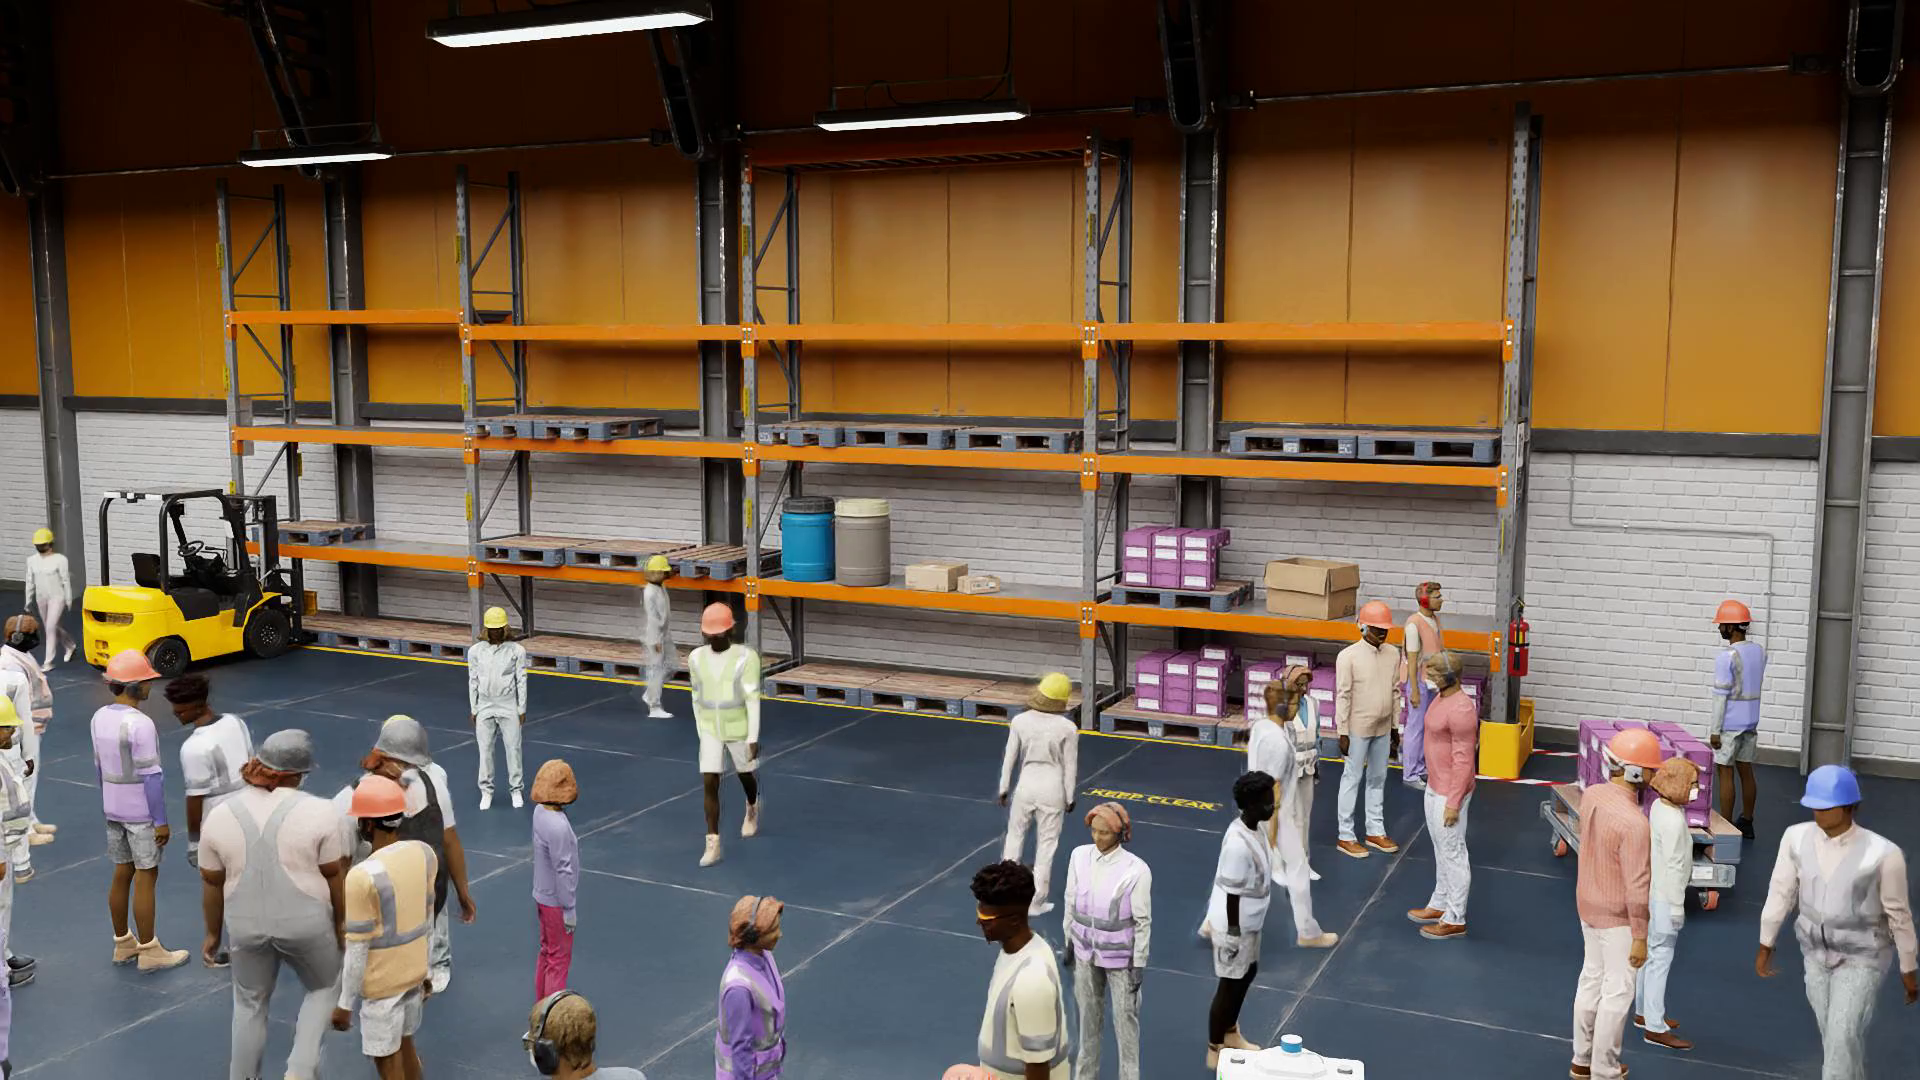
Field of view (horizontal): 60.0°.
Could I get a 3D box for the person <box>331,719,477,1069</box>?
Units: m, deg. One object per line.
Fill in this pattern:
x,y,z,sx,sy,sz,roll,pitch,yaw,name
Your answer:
-2.901,1.906,8.805,0.894,2.000,0.686,5,8,35,person

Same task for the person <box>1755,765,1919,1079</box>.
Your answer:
4.262,2.050,8.181,0.917,1.902,0.661,-4,8,-31,person

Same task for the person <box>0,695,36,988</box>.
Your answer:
-5.927,1.846,10.219,0.403,1.818,0.606,-4,8,-31,person

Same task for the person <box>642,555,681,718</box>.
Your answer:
-3.135,1.018,17.425,0.362,1.731,0.488,2,7,13,person

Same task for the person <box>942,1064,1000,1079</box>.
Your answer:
0.063,2.458,4.907,1.027,1.878,0.570,4,8,28,person

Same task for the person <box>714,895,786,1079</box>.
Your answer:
-0.892,2.313,7.128,0.319,1.631,0.520,1,7,5,person

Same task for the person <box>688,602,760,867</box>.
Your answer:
-1.784,1.438,12.889,0.622,2.006,1.026,2,7,12,person

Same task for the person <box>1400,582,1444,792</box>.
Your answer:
4.098,1.281,14.752,0.386,1.849,0.568,5,8,34,person

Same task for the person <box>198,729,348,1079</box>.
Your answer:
-3.482,1.940,8.523,0.754,2.000,0.559,0,7,-3,person

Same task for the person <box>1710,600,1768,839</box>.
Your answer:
6.112,1.434,13.181,0.543,1.929,0.386,-4,8,-30,person

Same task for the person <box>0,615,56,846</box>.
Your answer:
-7.371,1.492,13.100,0.429,1.830,0.639,-3,8,-26,person

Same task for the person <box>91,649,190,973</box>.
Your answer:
-5.194,1.700,10.502,0.608,2.044,0.373,5,8,33,person

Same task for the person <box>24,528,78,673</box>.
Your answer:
-10.973,0.689,20.125,0.522,1.724,0.871,1,7,7,person

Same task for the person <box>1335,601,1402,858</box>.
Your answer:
3.164,1.448,12.829,0.613,1.986,0.405,-4,8,-28,person

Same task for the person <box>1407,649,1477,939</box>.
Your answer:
3.241,1.683,11.095,0.372,1.934,0.627,0,7,3,person

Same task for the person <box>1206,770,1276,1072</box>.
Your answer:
1.528,2.063,9.014,0.345,1.677,0.537,3,7,20,person

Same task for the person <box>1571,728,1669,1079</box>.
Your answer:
3.441,1.953,8.690,0.408,1.980,0.627,-1,7,-4,person

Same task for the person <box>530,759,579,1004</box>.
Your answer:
-2.262,2.038,9.371,0.272,1.636,0.507,-4,8,-27,person

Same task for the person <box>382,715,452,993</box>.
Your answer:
-3.344,1.904,10.098,0.488,1.736,0.366,0,7,0,person

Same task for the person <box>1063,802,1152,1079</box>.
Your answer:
0.750,2.141,8.525,0.512,1.638,0.307,5,9,38,person

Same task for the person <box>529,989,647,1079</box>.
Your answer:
-1.222,2.385,5.328,0.384,1.930,0.634,4,8,30,person

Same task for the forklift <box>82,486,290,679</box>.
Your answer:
-9.426,0.454,20.179,1.214,2.155,2.313,3,8,26,forklift

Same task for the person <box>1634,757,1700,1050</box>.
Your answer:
4.016,2.032,9.435,0.286,1.632,0.500,2,7,14,person

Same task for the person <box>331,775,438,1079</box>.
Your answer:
-2.744,2.069,7.914,0.403,1.937,0.547,2,7,17,person

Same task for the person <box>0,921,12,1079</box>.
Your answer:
-4.164,2.223,6.848,0.858,1.869,0.666,5,8,35,person

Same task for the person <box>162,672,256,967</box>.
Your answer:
-4.570,1.762,10.495,0.674,1.922,0.679,1,7,6,person

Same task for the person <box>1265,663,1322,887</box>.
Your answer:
2.430,1.703,12.166,0.526,1.631,0.311,-5,8,-34,person

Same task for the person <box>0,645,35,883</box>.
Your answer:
-7.043,1.589,12.081,0.573,1.883,0.356,-5,8,-33,person

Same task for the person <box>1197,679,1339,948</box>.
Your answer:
1.995,1.783,10.801,0.924,1.808,0.511,-1,7,-12,person

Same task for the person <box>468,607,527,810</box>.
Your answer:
-3.909,1.421,14.083,0.481,1.734,0.329,-1,7,-7,person

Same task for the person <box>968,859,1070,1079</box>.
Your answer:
0.172,2.217,6.641,0.664,1.936,0.651,0,7,0,person

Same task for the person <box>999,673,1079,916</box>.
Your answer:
0.522,1.755,11.482,0.620,1.705,0.357,2,7,19,person

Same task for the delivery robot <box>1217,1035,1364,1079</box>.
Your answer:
1.623,2.675,8.157,0.707,0.478,0.477,2,7,13,delivery robot
